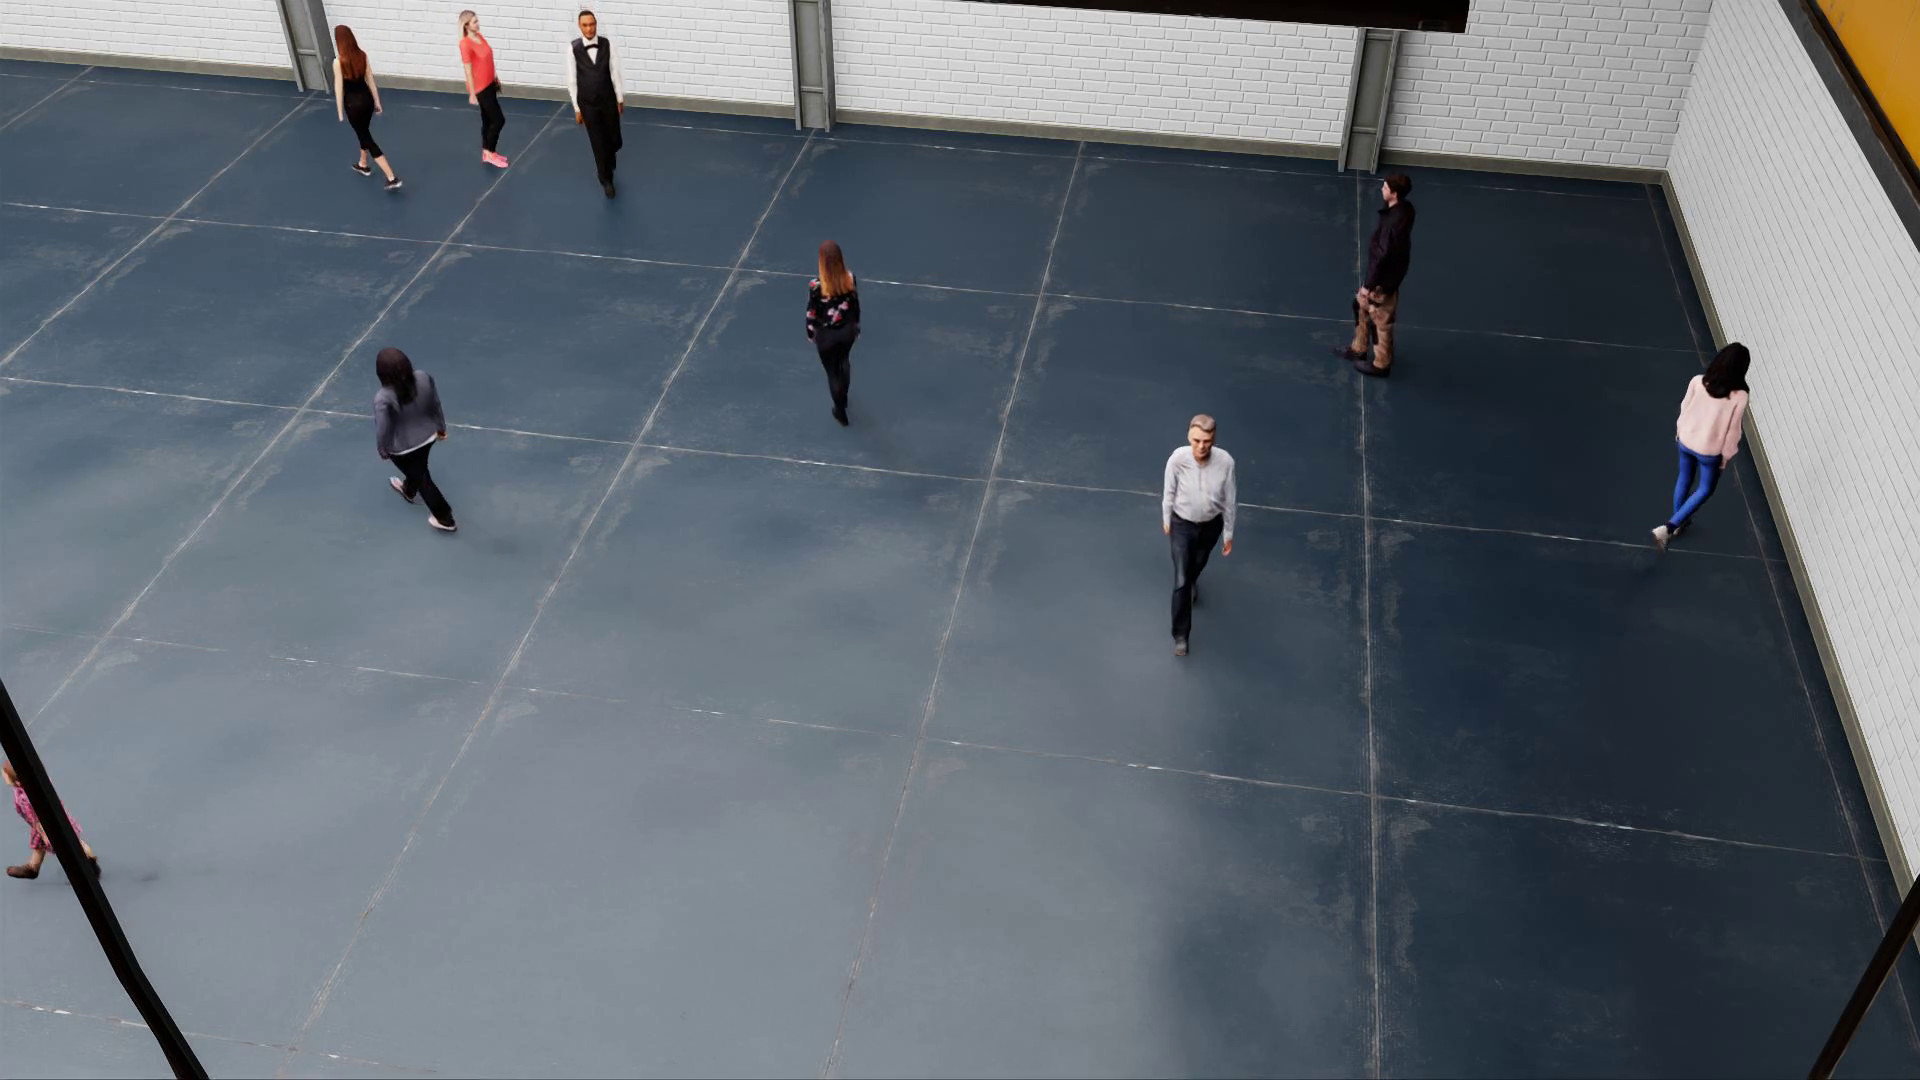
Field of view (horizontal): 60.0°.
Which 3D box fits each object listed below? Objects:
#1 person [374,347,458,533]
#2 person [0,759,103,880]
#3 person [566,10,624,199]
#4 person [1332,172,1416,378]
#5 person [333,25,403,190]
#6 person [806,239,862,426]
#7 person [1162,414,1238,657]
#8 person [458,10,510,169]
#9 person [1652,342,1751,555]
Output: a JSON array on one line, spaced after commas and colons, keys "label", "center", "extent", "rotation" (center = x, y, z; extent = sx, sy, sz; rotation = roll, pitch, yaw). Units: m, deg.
[{"label": "person", "center": [-4.089, -0.726, 12.554], "extent": [1.116, 1.561, 0.906], "rotation": [20, 43, 24]}, {"label": "person", "center": [-5.439, 1.684, 9.985], "extent": [0.783, 1.000, 0.551], "rotation": [-3, 39, -4]}, {"label": "person", "center": [-3.717, -4.503, 17.008], "extent": [1.039, 1.904, 1.014], "rotation": [-11, 40, -13]}, {"label": "person", "center": [3.697, -2.214, 14.136], "extent": [0.879, 1.911, 0.817], "rotation": [15, 41, 18]}, {"label": "person", "center": [-6.103, -4.392, 17.043], "extent": [1.197, 1.687, 0.920], "rotation": [25, 45, 28]}, {"label": "person", "center": [-0.986, -1.661, 13.636], "extent": [0.744, 1.672, 0.808], "rotation": [-19, 42, -22]}, {"label": "person", "center": [1.671, -0.163, 11.680], "extent": [1.173, 1.771, 0.849], "rotation": [0, 39, 1]}, {"label": "person", "center": [-5.099, -4.740, 17.481], "extent": [0.625, 1.684, 0.618], "rotation": [2, 39, 3]}, {"label": "person", "center": [5.456, -0.657, 12.312], "extent": [1.063, 1.754, 1.025], "rotation": [-27, 46, -29]}]
